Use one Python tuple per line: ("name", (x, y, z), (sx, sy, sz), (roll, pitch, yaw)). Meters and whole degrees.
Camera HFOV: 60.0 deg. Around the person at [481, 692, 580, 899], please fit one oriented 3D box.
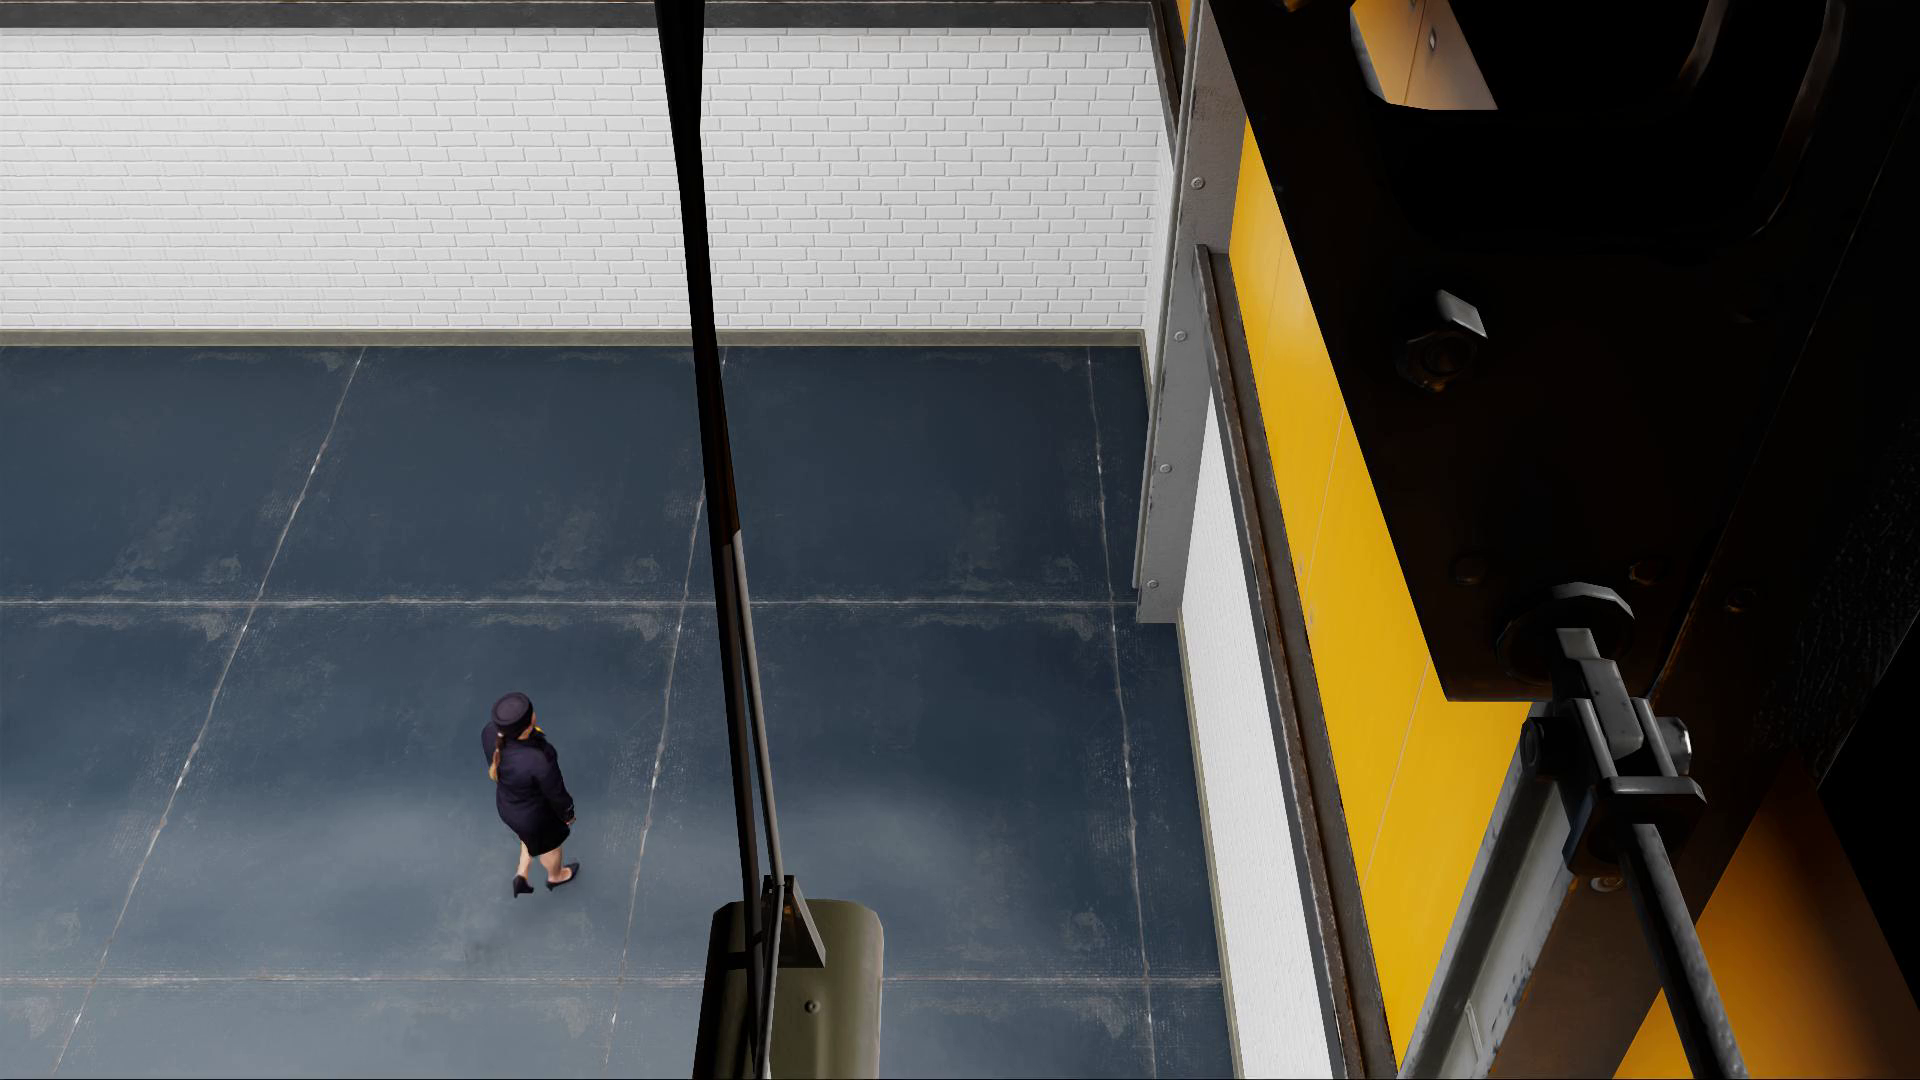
("person", (-2.449, 1.512, 9.319), (0.864, 1.665, 0.909), (27, 50, 25))
